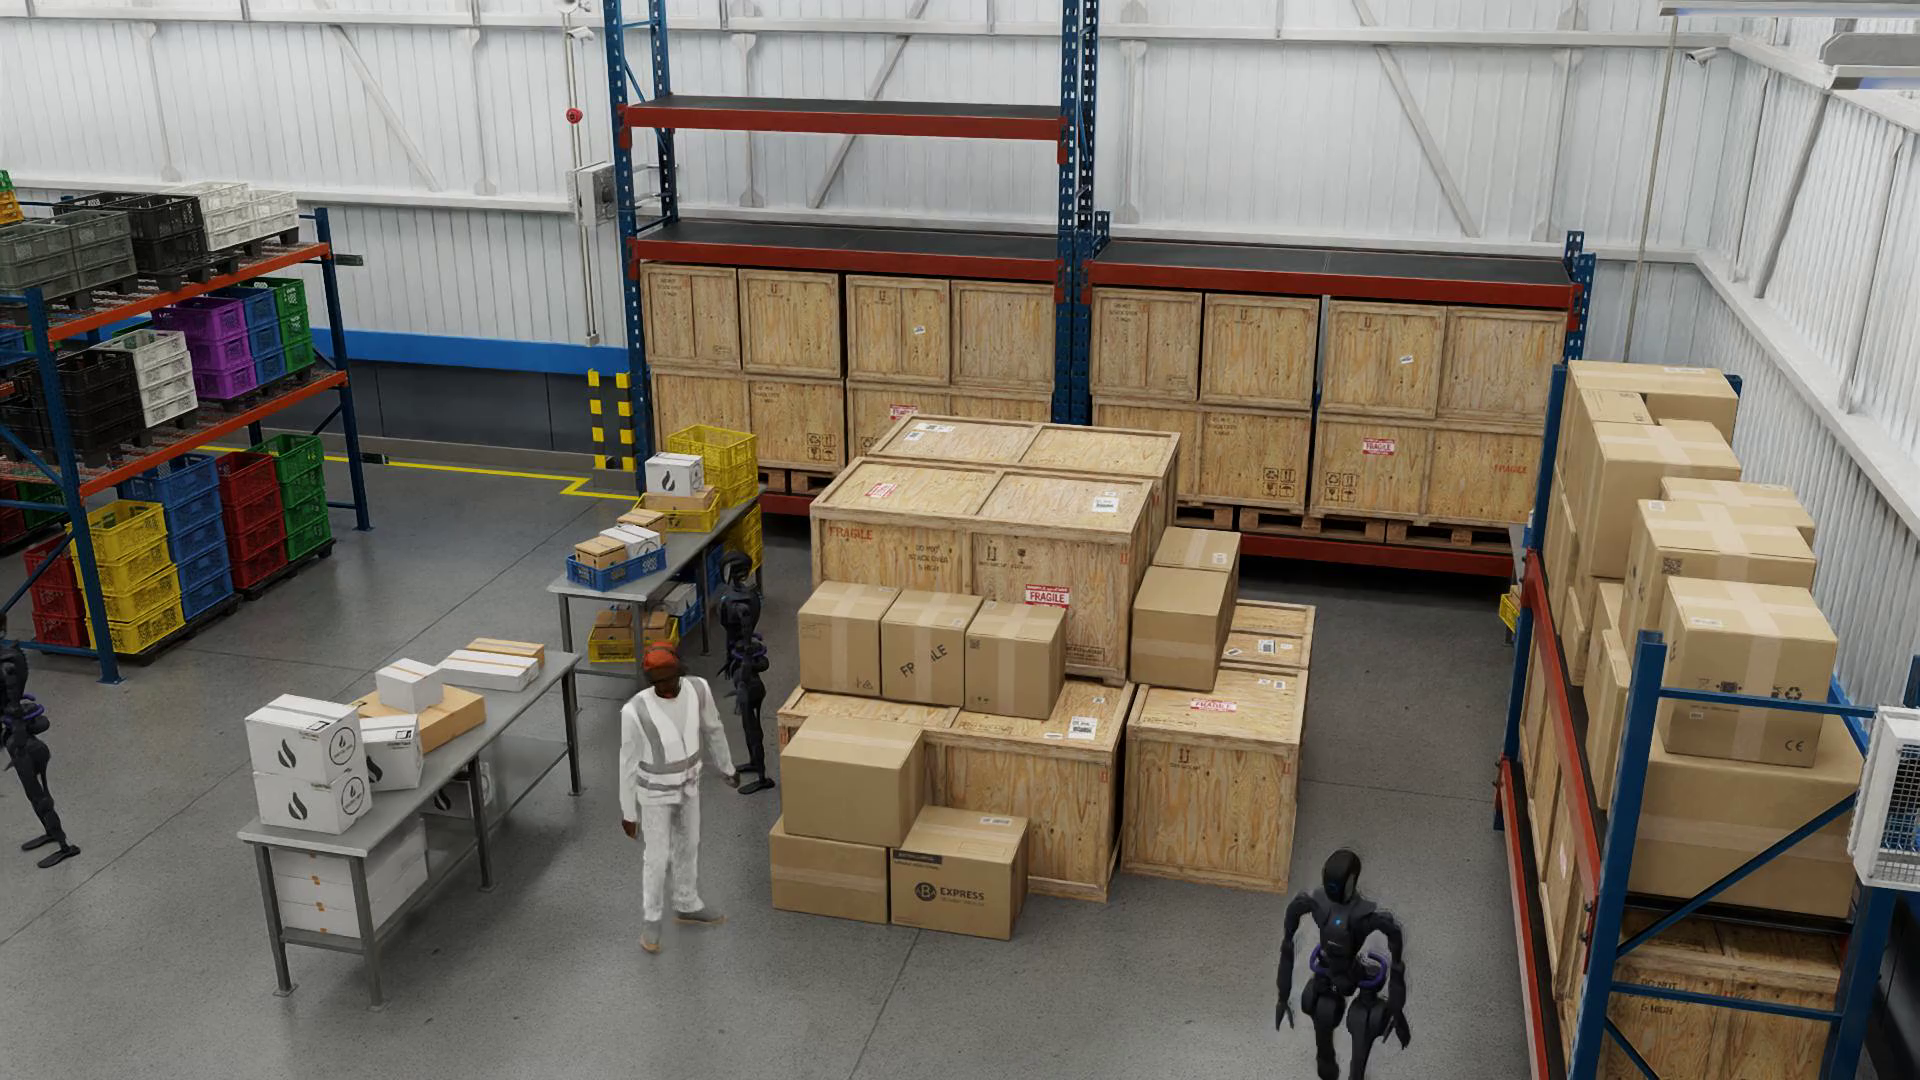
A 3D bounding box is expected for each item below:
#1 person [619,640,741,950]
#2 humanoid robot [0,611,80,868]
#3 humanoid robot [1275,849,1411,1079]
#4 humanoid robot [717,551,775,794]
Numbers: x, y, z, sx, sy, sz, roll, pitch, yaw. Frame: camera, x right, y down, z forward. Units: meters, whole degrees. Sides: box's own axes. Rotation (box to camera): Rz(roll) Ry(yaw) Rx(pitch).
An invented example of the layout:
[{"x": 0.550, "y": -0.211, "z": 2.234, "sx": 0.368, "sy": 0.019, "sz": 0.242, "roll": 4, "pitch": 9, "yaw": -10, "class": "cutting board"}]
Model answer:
[{"x": -1.568, "y": 1.370, "z": 9.224, "sx": 0.364, "sy": 1.878, "sz": 0.758, "roll": 17, "pitch": 26, "yaw": 37, "class": "person"}, {"x": -5.663, "y": 1.173, "z": 10.003, "sx": 0.326, "sy": 1.651, "sz": 0.571, "roll": -19, "pitch": 28, "yaw": -40, "class": "humanoid robot"}, {"x": 1.757, "y": 2.099, "z": 7.619, "sx": 0.604, "sy": 1.615, "sz": 0.655, "roll": 12, "pitch": 24, "yaw": 29, "class": "humanoid robot"}, {"x": -1.422, "y": 0.847, "z": 10.836, "sx": 0.330, "sy": 1.657, "sz": 0.601, "roll": -6, "pitch": 22, "yaw": -16, "class": "humanoid robot"}]
